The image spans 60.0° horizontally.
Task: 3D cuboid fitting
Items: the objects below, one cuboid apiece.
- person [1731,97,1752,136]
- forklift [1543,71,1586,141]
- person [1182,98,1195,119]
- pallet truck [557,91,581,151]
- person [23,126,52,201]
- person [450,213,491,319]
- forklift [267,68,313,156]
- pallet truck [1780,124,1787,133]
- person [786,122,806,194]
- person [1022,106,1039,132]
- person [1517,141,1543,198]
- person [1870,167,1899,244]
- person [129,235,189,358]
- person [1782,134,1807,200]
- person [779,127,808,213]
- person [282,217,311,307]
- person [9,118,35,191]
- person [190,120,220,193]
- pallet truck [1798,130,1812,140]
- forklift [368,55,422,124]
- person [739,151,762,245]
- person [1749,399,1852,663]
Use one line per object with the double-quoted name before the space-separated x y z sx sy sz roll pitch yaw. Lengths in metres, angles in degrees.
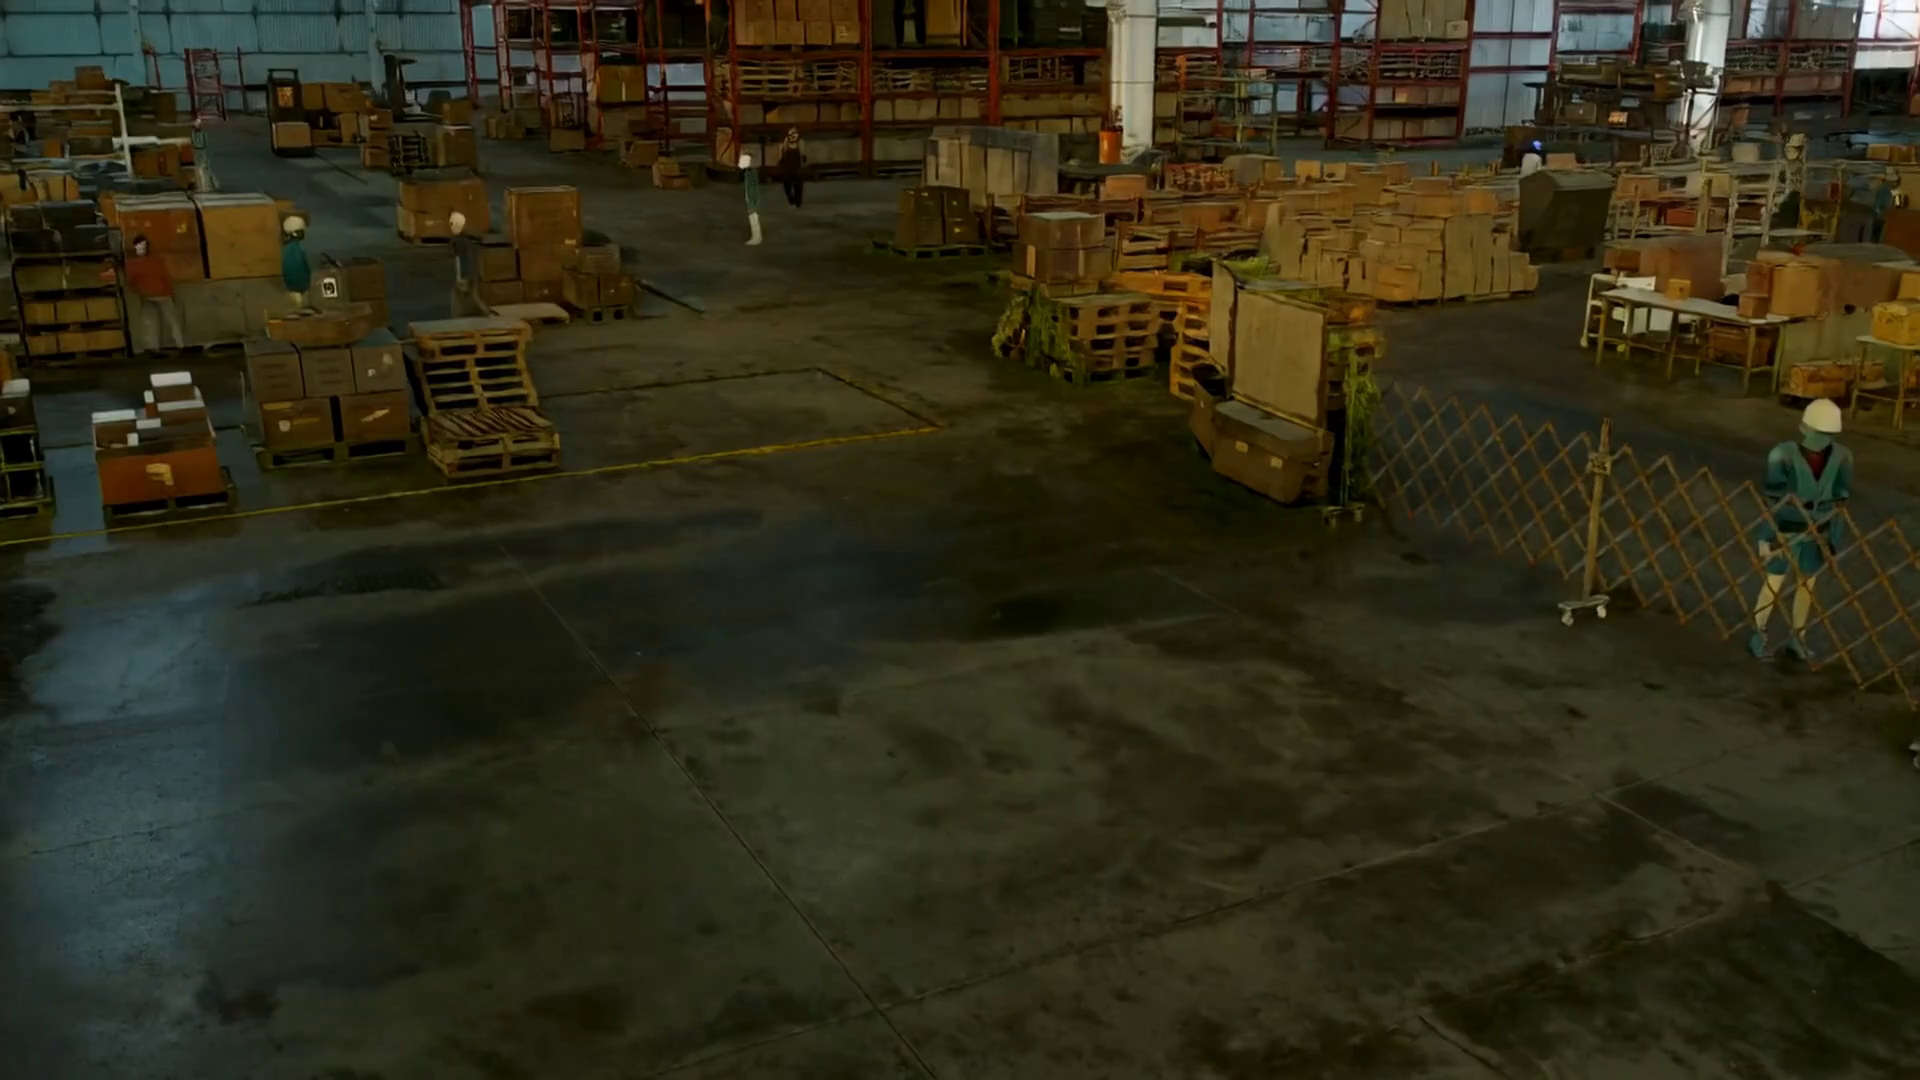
"person" 25.851 -13.701 55.082 0.644 1.932 0.415 17 24 42
"forklift" 18.685 -13.231 52.085 1.873 2.768 1.129 -9 20 -26
"person" 8.776 -16.396 63.979 0.510 1.619 0.342 1 18 5
"pallet truck" -13.495 -14.412 57.188 0.823 1.965 1.885 -3 18 -9
"person" -22.779 -9.224 41.063 0.367 1.966 0.607 8 19 24
"person" -7.401 -3.969 24.953 0.939 1.837 0.526 6 19 18
"forklift" -22.327 -14.239 55.224 1.129 2.768 1.873 -9 20 -26
"pallet truck" 25.206 -12.542 52.601 1.601 1.201 0.680 0 18 -2
"person" -4.344 -10.099 43.960 0.518 1.865 0.329 9 20 27
"person" 2.257 -13.093 53.559 0.539 1.698 0.317 6 19 18
"person" 13.282 -8.357 38.661 0.923 1.788 0.595 -8 19 -22
"person" 18.202 -6.459 32.770 0.317 1.766 0.533 8 19 23
"person" -11.230 -3.410 23.314 0.613 1.733 0.422 0 18 -2
"person" 21.251 -9.505 42.408 0.378 1.684 0.534 -14 22 -37
"person" -3.988 -8.888 39.895 0.694 2.000 0.720 2 18 5
"person" -9.192 -3.499 23.169 0.395 1.992 0.623 -6 19 -17
"person" -25.136 -10.309 44.524 0.595 1.918 0.386 5 18 15
"person" -20.175 -10.232 44.332 0.547 1.901 0.928 1 18 5
"pallet truck" 25.526 -11.556 49.408 1.630 1.274 0.653 -9 20 -26
"forklift" -23.849 -18.946 69.900 1.873 2.768 1.129 0 18 -1
"person" -4.362 -7.090 34.494 0.399 1.924 0.568 1 18 4
"person" 6.268 -0.059 12.383 0.608 2.034 0.397 0 18 1
